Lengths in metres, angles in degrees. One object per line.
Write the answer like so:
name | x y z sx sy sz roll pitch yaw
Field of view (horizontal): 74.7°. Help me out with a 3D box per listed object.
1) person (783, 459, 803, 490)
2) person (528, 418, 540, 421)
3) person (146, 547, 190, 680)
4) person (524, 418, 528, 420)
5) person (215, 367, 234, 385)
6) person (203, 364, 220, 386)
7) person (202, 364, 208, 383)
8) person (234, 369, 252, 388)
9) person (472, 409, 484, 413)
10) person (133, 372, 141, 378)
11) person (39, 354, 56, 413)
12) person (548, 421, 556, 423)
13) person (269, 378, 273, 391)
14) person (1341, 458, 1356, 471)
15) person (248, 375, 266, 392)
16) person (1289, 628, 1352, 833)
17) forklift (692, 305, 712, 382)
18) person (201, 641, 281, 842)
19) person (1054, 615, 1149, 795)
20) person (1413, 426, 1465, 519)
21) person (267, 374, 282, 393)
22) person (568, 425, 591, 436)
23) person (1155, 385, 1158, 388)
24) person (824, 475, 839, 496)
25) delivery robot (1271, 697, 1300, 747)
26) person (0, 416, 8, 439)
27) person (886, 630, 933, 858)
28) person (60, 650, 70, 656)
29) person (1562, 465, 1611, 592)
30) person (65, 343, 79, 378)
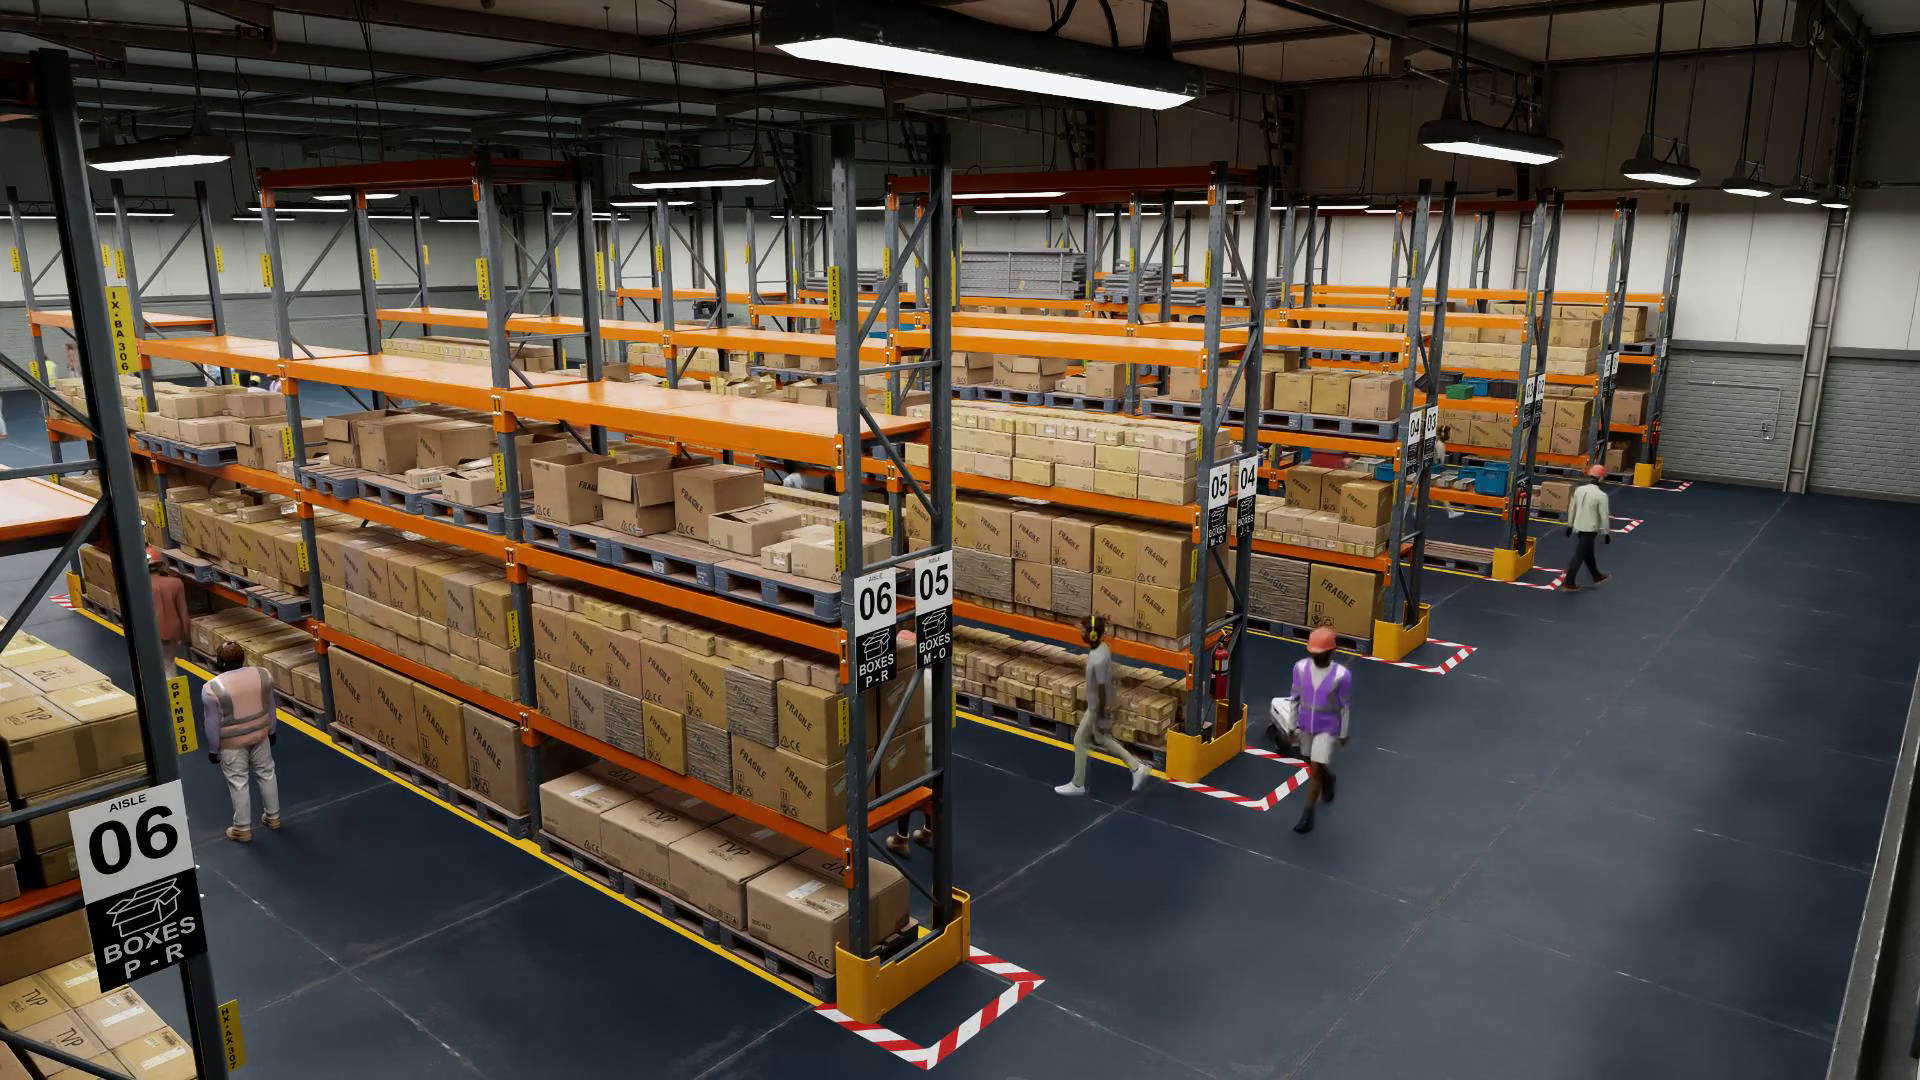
person | -2.943 -0.588 21.553 0.732 1.665 0.551 4 14 15
person | -9.238 -2.176 27.533 0.354 1.942 0.545 -4 14 -15
person | -9.005 1.052 14.206 0.850 1.967 0.625 10 17 35
person | -10.368 -2.755 30.550 0.523 1.636 0.311 3 14 13
person | -22.833 -4.868 39.198 0.537 1.658 0.837 -9 16 -32
person | -23.797 -5.180 40.109 0.404 1.837 0.590 6 15 24
person | -24.599 -5.509 41.460 0.634 1.839 0.429 -4 14 -16
person | -23.085 -5.337 40.420 0.690 2.000 0.800 -10 17 -34
person | -12.317 -3.203 31.816 0.546 1.923 0.603 -8 16 -31
person | -25.137 -4.855 38.584 0.611 1.929 1.021 4 14 15
person | -27.996 -4.811 38.600 0.484 1.833 0.645 6 15 23
person | -10.248 -3.121 31.513 0.617 1.906 0.852 2 14 10
person | -17.928 -3.542 33.327 0.862 1.870 0.630 0 14 0
person | 6.198 -0.425 20.508 0.981 1.869 0.649 6 15 24
person | -17.867 -3.229 32.007 0.703 1.870 0.666 10 17 35
person | 3.371 1.690 11.741 0.541 1.907 0.911 11 17 38
forklift | -9.511 -7.392 47.124 1.873 2.768 1.129 11 17 38
person | -6.496 1.798 11.395 0.429 1.844 0.627 8 16 31
person | 1.391 1.605 12.205 0.835 1.836 0.501 3 14 12
person | 9.222 -1.281 24.109 0.962 1.815 0.539 7 15 26
person | -17.636 -3.463 32.641 0.605 2.033 0.401 10 17 36
person | -8.775 -2.509 29.088 0.657 1.856 1.024 -5 15 -20
person | 4.887 -3.115 31.566 0.600 1.886 0.527 -8 16 -30
person | -1.915 -0.054 18.969 0.992 1.871 0.608 11 17 37
delivery robot | 3.595 1.906 13.524 0.477 0.478 0.707 -1 14 -2
person | -25.909 -3.607 33.491 0.646 1.913 0.779 6 15 23
person | -0.440 1.777 11.076 0.610 2.037 0.399 -9 16 -32
person | -8.085 1.840 11.453 0.483 1.737 0.320 3 14 14
person | 9.726 -0.179 19.281 0.999 1.947 0.656 -3 14 -13
person | -31.349 -6.127 44.481 0.391 1.658 0.521 -8 16 -31
